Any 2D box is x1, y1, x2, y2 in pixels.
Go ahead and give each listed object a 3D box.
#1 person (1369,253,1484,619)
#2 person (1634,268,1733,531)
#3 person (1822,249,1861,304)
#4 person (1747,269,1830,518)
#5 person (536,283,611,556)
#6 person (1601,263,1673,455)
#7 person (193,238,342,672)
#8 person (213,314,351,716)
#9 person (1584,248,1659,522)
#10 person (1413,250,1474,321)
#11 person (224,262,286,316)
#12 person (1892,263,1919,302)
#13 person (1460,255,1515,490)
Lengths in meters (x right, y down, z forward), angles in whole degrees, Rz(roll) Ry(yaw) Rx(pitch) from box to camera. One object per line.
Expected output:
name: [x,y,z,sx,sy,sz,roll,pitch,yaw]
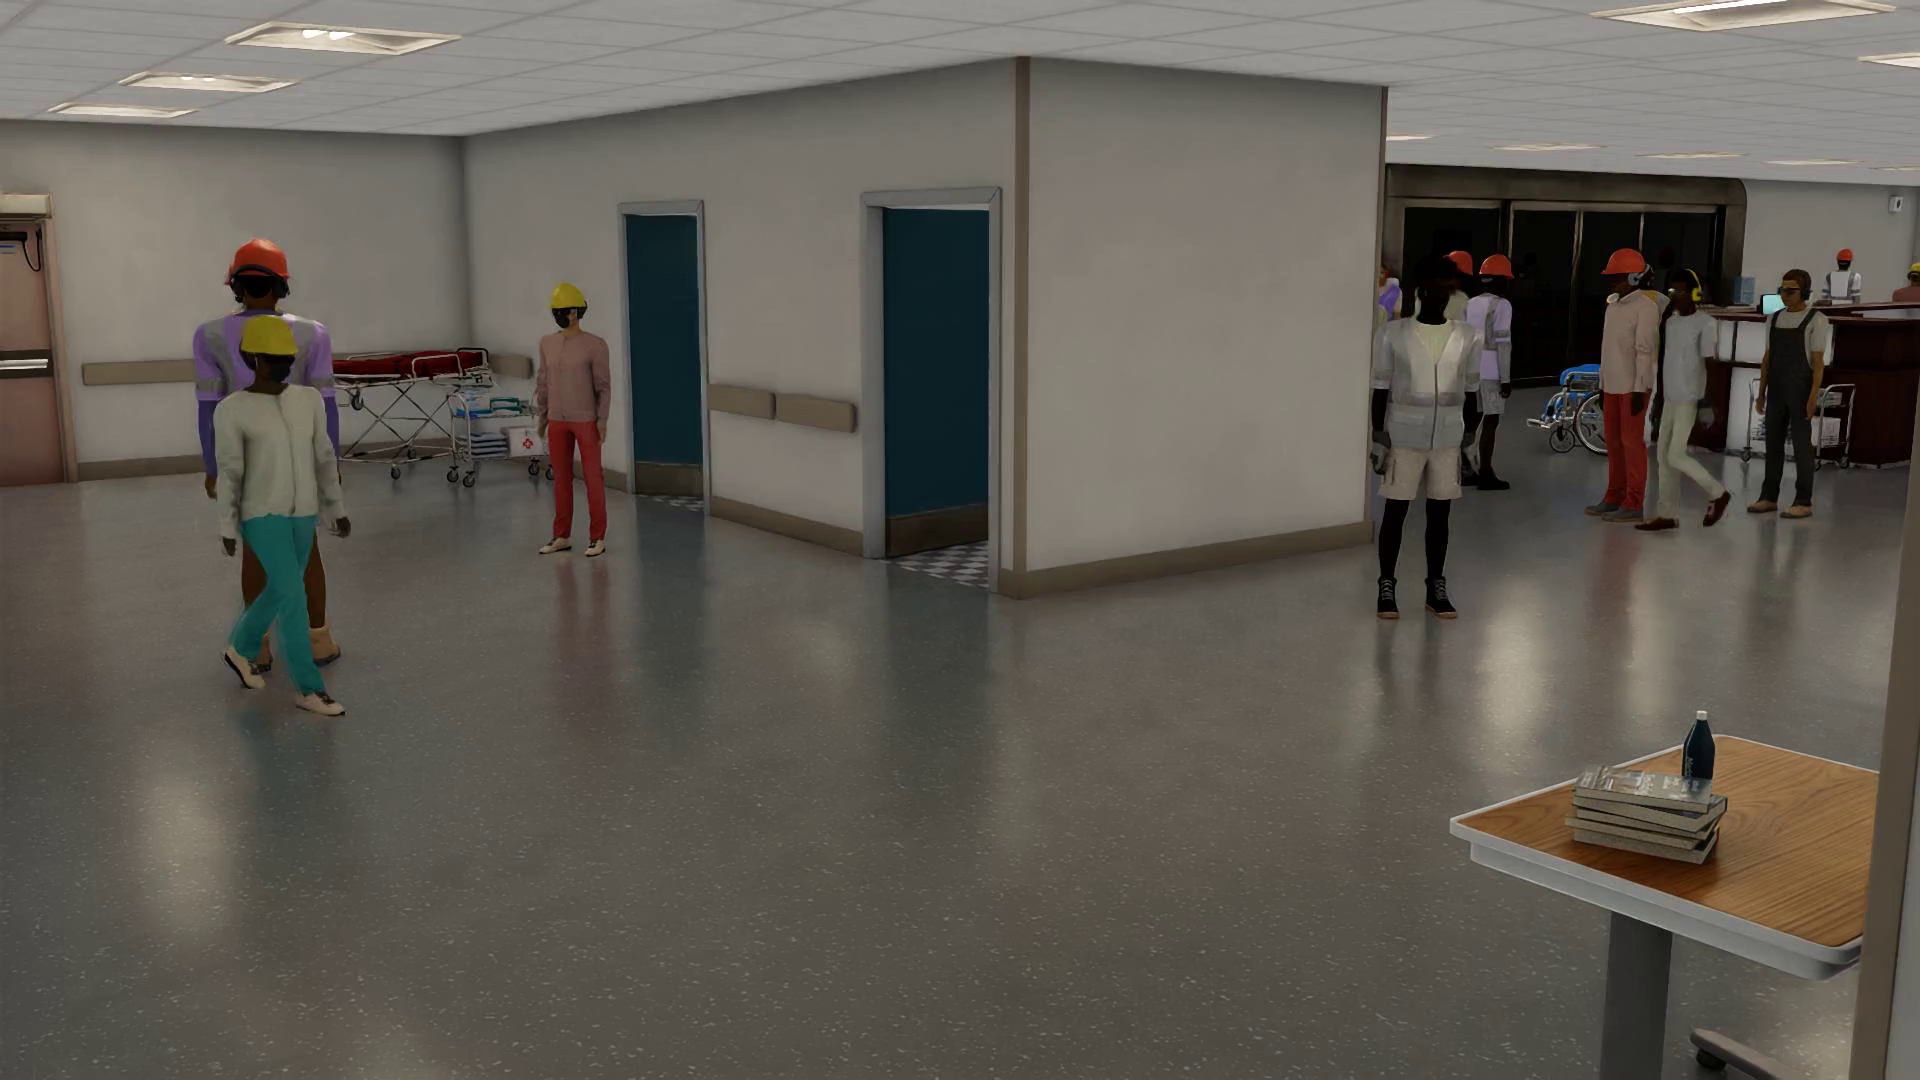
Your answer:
person: [2.503,-0.549,8.963,0.603,1.967,0.368,0,10,-2]
person: [5.078,-0.967,11.634,0.545,1.852,0.536,-2,10,-9]
person: [13.467,-3.475,25.445,0.545,1.938,0.357,9,14,42]
person: [6.145,-1.081,12.322,0.342,1.837,0.503,-5,11,-25]
person: [-2.510,-0.772,10.776,0.523,1.769,0.319,3,11,18]
person: [6.449,-1.716,15.892,0.628,1.836,0.429,5,11,24]
person: [-3.268,-0.397,7.902,0.615,2.041,0.392,-4,11,-19]
person: [-3.025,-0.130,7.295,0.871,1.730,0.520,6,12,29]
person: [4.828,-1.120,12.132,0.402,1.987,0.608,-2,10,-9]
person: [4.232,-1.602,14.883,0.680,1.954,0.629,-5,11,-27]
person: [-5.163,-1.070,12.045,0.883,1.899,0.567,3,11,18]
person: [12.492,-2.743,21.826,0.532,1.768,0.311,8,13,37]
person: [4.358,-1.374,13.708,0.378,1.931,0.545,-4,11,-20]
